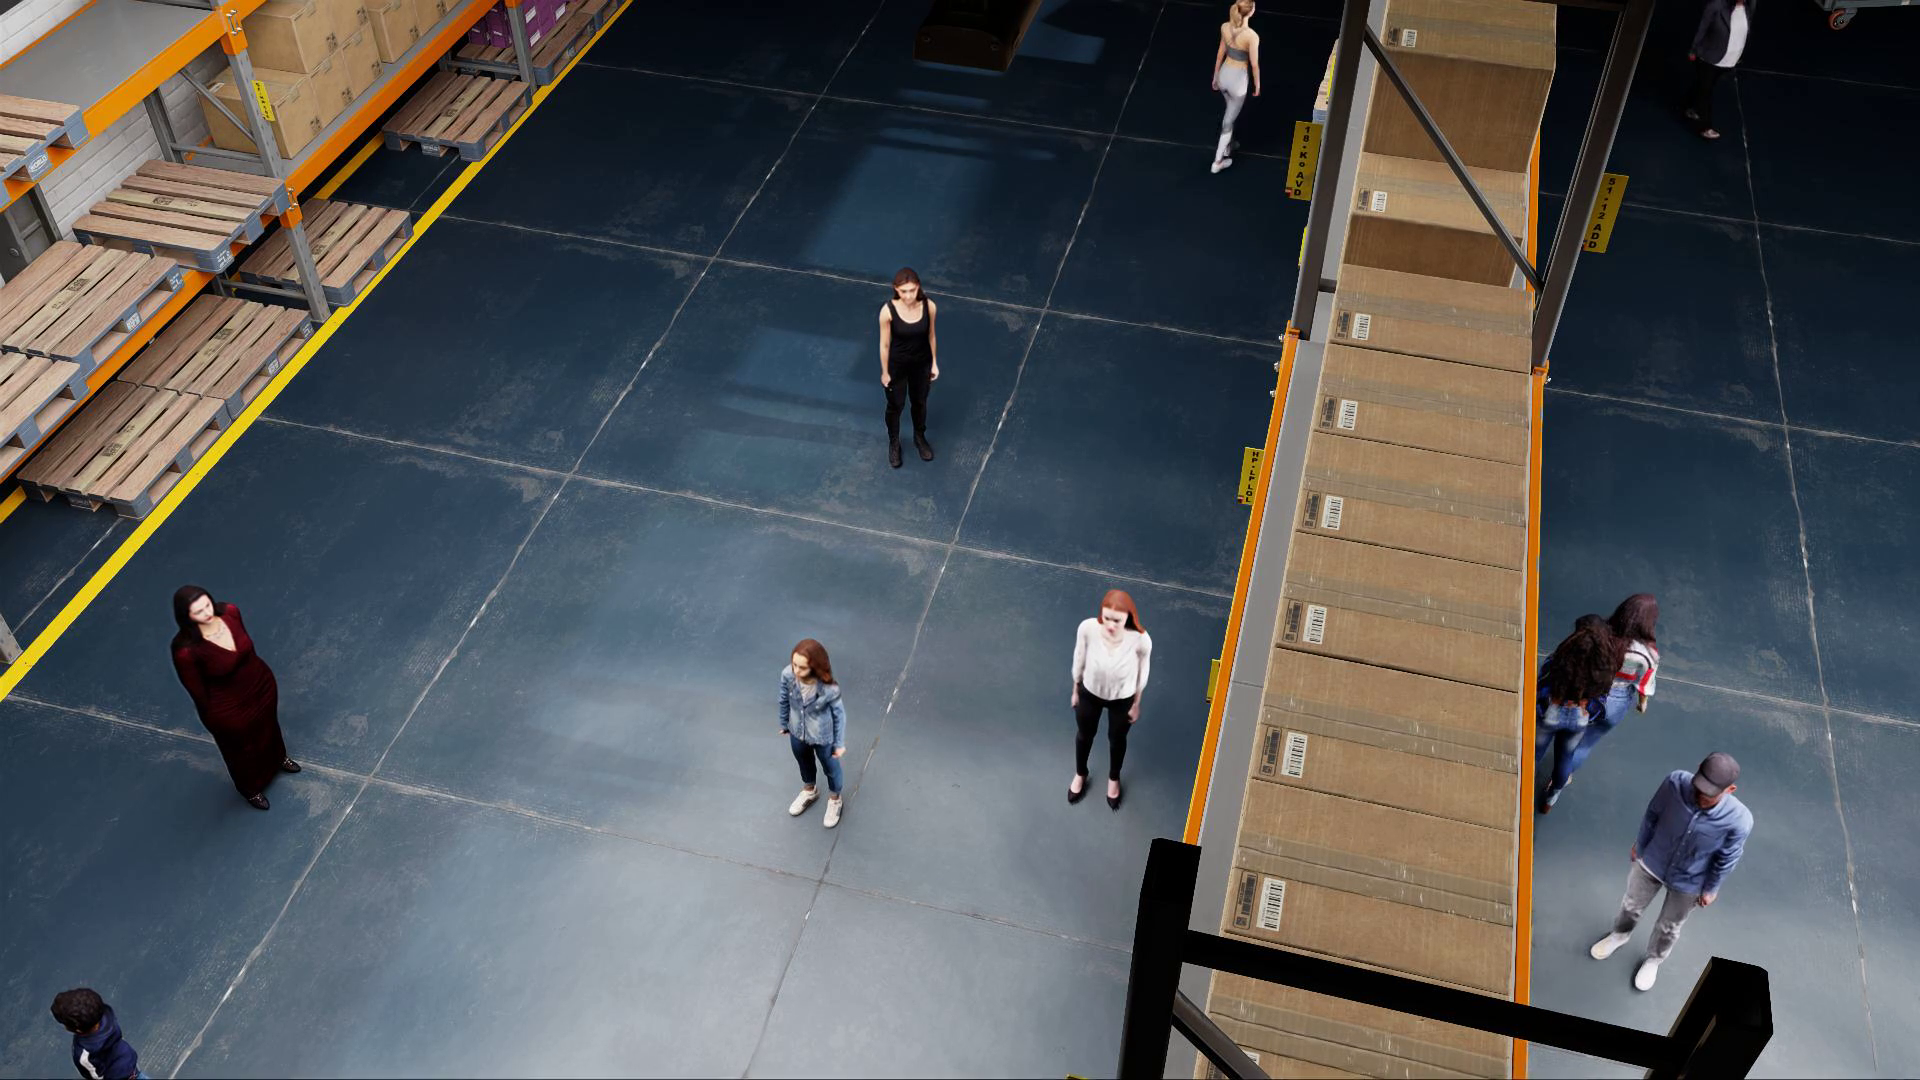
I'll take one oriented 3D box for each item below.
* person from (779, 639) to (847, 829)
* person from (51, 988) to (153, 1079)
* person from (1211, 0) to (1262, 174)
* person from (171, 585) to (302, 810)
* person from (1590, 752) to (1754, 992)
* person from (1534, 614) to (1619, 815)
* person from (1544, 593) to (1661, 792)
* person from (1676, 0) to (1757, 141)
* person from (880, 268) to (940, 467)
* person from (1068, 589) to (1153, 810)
[{"bbox_3d":[-0.857,1.126,9.831,0.601,1.476,0.540,17,46,17],"label":"person"},{"bbox_3d":[-4.297,2.647,8.420,0.648,1.221,0.544,-7,44,-7],"label":"person"},{"bbox_3d":[2.446,-4.135,15.200,0.873,1.687,0.779,-34,53,-31],"label":"person"},{"bbox_3d":[-4.316,0.900,9.864,0.745,1.757,0.573,15,46,15],"label":"person"},{"bbox_3d":[3.836,1.739,8.896,0.768,1.878,0.787,33,52,30],"label":"person"},{"bbox_3d":[3.549,1.034,9.825,0.641,1.618,0.584,5,44,5],"label":"person"},{"bbox_3d":[3.782,0.964,9.920,0.943,1.588,0.853,-30,51,-27],"label":"person"},{"bbox_3d":[7.169,-4.670,15.855,1.014,1.558,1.131,-14,45,-14],"label":"person"},{"bbox_3d":[-0.374,-1.283,12.207,0.676,1.687,0.694,-11,45,-12],"label":"person"},{"bbox_3d":[0.870,0.935,9.827,0.587,1.758,0.487,10,45,10],"label":"person"}]
